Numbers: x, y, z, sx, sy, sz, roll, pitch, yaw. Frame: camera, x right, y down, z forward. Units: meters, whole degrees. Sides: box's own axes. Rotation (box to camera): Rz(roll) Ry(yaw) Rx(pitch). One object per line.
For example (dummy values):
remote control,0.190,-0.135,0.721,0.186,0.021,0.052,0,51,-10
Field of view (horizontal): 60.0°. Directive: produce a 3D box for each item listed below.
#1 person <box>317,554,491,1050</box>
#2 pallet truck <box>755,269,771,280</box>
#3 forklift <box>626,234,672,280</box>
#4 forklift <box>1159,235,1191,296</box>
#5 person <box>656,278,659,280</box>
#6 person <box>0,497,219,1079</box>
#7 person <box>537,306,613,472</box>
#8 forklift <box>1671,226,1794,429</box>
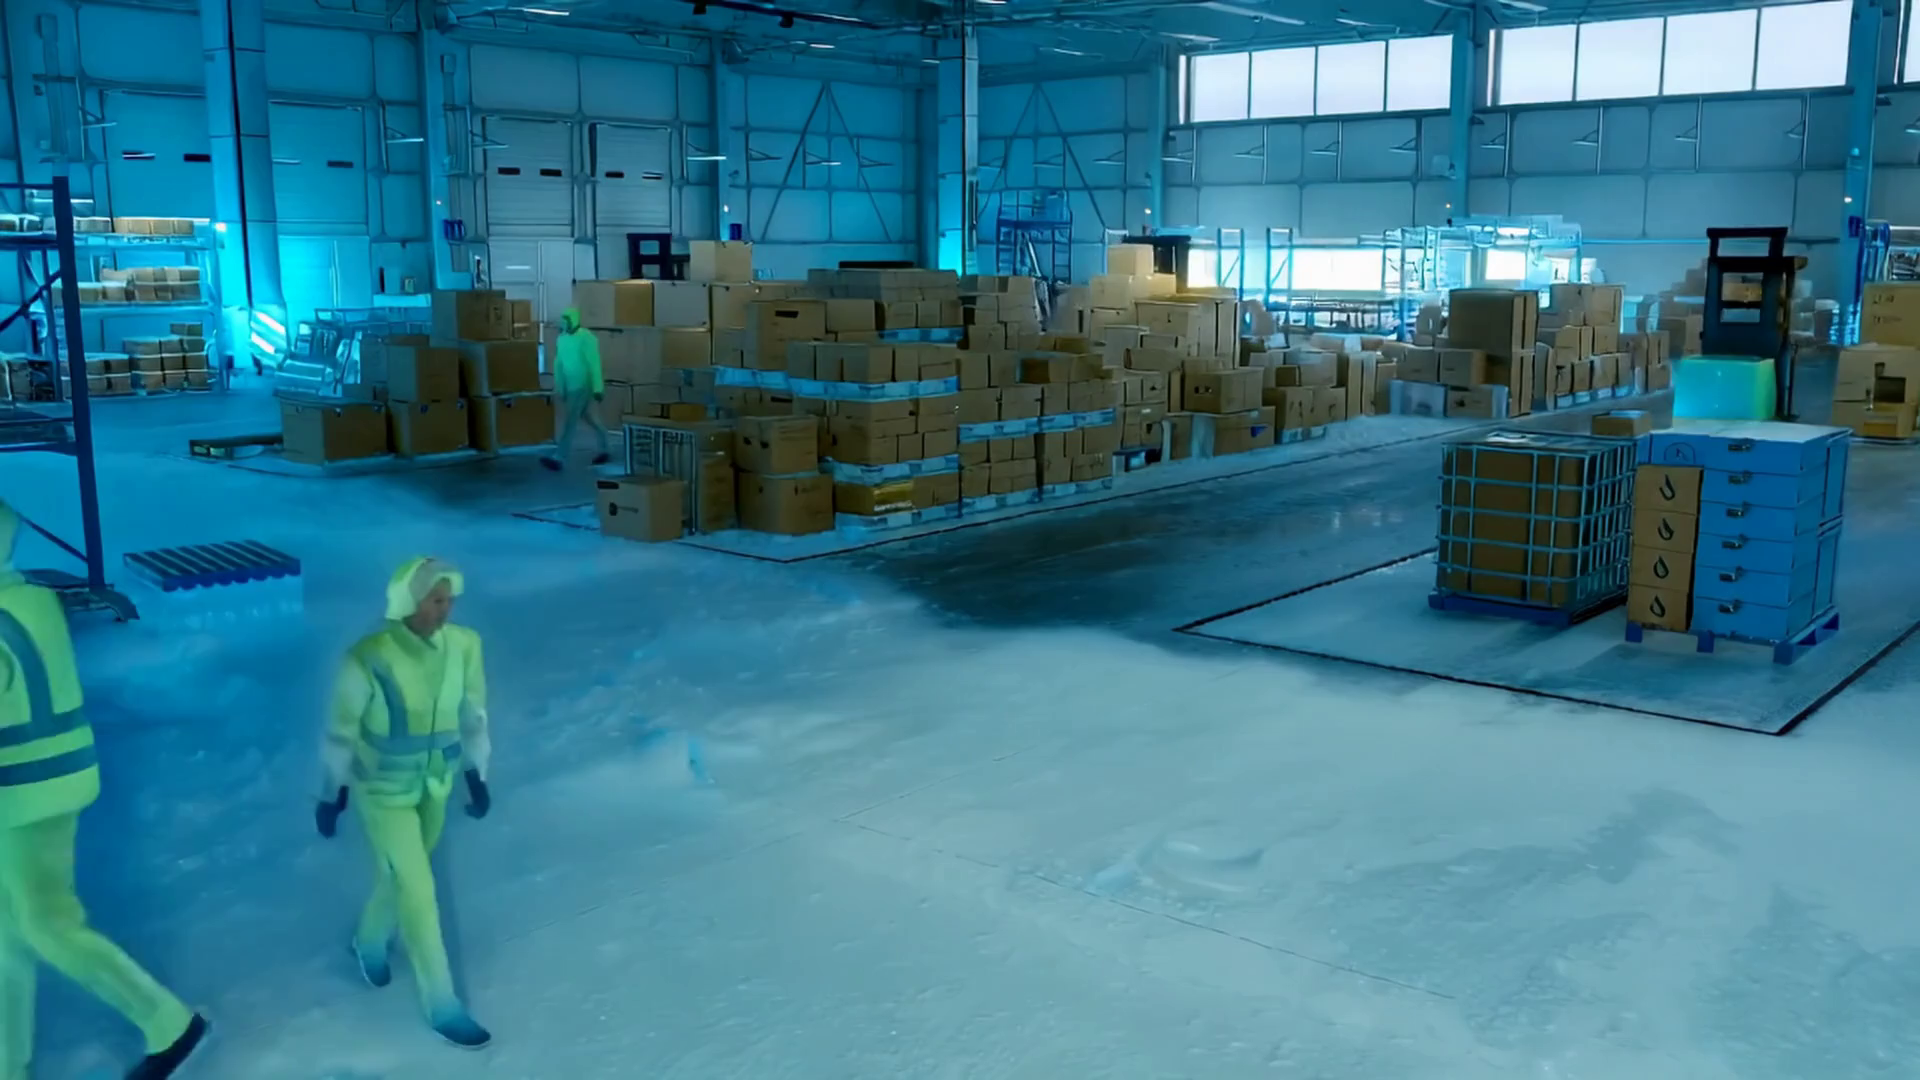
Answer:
person,-1.850,0.806,5.483,0.871,1.586,0.538,7,12,35
pallet truck,-4.996,-6.432,45.525,1.885,1.965,0.823,-6,12,-32
forklift,-6.265,-4.802,33.734,1.873,2.768,1.129,8,13,40
forklift,4.861,-5.499,37.701,1.873,2.768,1.129,7,12,34
person,-6.465,-4.719,35.990,0.640,1.927,0.389,-5,11,-25
person,-2.640,0.783,4.902,0.780,1.843,0.690,-1,10,-6
person,-4.437,-1.747,19.173,0.650,1.887,1.043,9,14,43
forklift,10.466,-2.802,22.344,1.129,2.768,1.873,8,13,40
